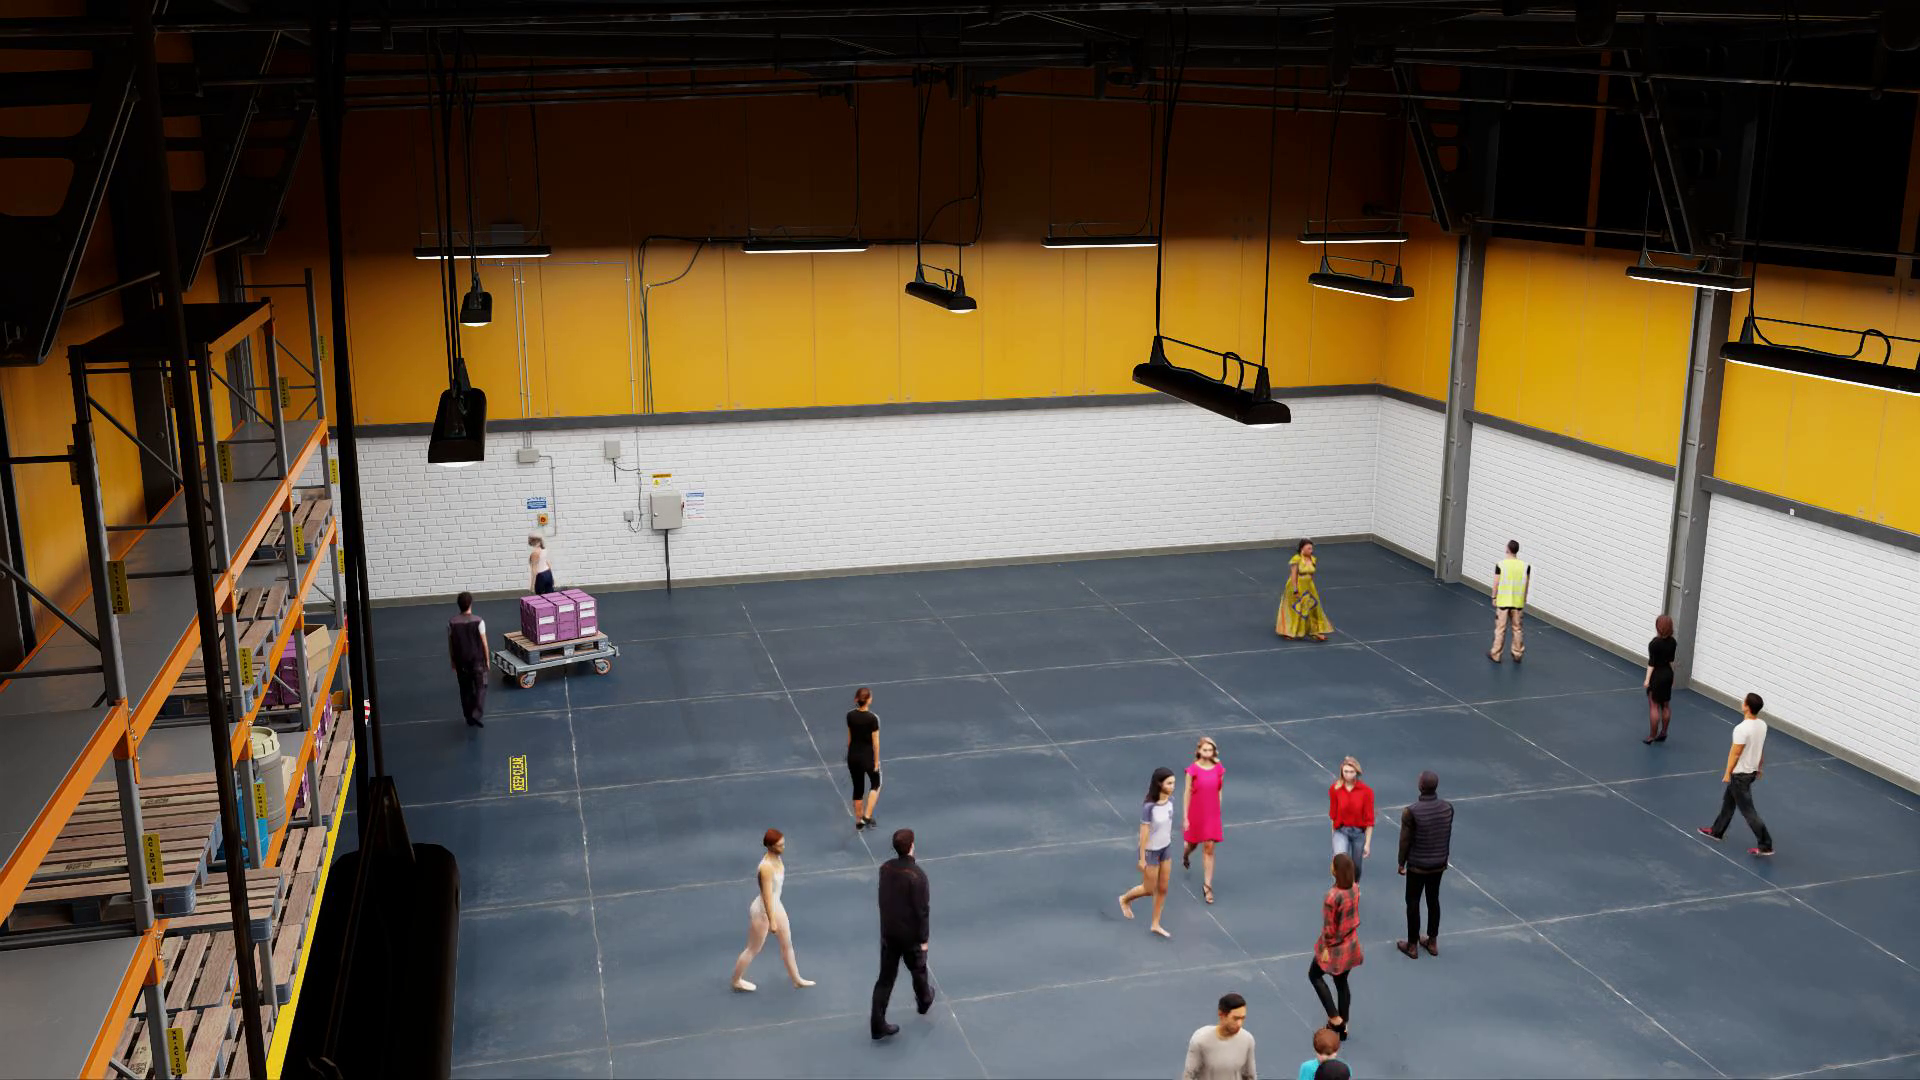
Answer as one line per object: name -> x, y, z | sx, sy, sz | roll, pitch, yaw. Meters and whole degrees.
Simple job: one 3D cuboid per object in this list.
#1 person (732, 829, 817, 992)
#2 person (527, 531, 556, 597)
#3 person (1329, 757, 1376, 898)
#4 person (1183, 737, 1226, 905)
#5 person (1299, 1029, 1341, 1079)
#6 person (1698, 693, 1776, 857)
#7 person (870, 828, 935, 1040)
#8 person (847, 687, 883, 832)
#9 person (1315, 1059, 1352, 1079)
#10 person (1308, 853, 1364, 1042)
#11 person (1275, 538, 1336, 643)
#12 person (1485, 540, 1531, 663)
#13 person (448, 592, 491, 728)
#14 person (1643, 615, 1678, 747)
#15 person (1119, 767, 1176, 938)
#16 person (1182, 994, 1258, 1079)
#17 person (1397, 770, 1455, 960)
person -> -1.824, 3.354, 15.017 | 0.923, 1.607, 1.023 | 2, 14, 7
person -> -6.468, 0.653, 26.030 | 0.950, 1.674, 0.780 | 6, 15, 23
person -> 3.918, 2.948, 16.581 | 1.001, 1.659, 1.223 | 4, 14, 16
person -> 2.466, 2.808, 17.075 | 0.648, 1.698, 1.028 | -2, 14, -8
person -> 2.615, 4.167, 12.067 | 0.816, 1.413, 0.985 | 4, 14, 16
person -> 8.540, 2.558, 17.966 | 0.944, 1.766, 1.216 | -10, 17, -36
person -> -0.538, 3.431, 14.309 | 1.175, 1.789, 1.209 | 11, 18, 39
person -> -1.124, 2.468, 18.568 | 0.708, 1.657, 0.761 | 6, 15, 24
person -> 2.301, 4.261, 11.017 | 0.730, 1.726, 0.683 | -7, 15, -26
person -> 3.291, 3.507, 14.202 | 0.724, 1.692, 0.735 | -11, 18, -39
person -> 5.186, 0.769, 25.654 | 0.993, 1.625, 1.231 | -8, 16, -29
person -> 8.152, 0.902, 24.652 | 0.776, 1.838, 0.767 | 0, 14, 0
person -> -6.427, 1.604, 21.758 | 0.767, 1.835, 0.965 | -1, 14, -5
person -> 8.960, 1.786, 21.283 | 0.620, 1.704, 0.550 | -6, 15, -24
person -> 1.839, 3.019, 16.170 | 0.811, 1.716, 0.924 | -10, 17, -37
person -> 1.807, 4.014, 11.913 | 0.692, 1.784, 0.734 | -2, 14, -8
person -> 4.414, 3.058, 15.755 | 0.683, 1.835, 0.562 | -3, 14, -12
